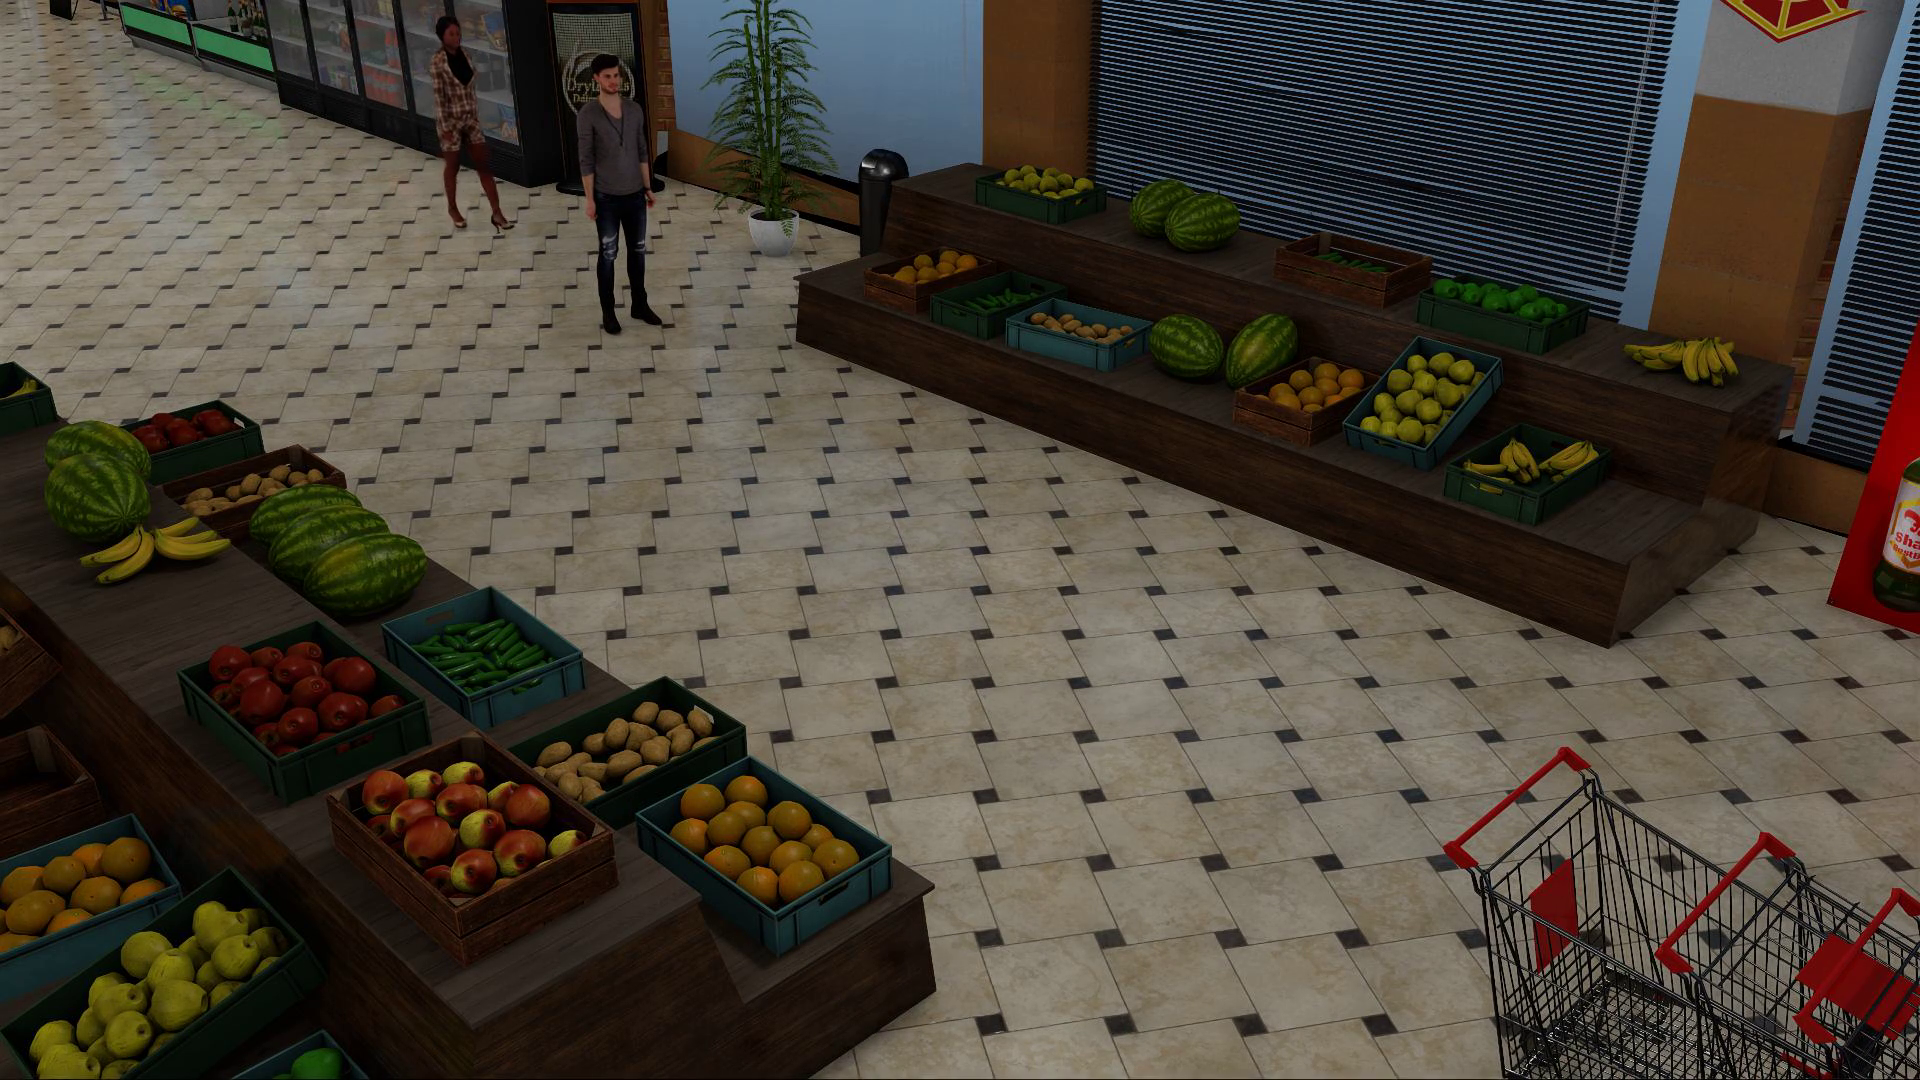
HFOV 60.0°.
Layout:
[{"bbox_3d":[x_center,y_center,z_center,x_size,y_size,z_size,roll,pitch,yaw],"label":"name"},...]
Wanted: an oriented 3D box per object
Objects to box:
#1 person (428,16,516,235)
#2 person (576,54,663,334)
[{"bbox_3d":[-4.180,-3.395,13.701,1.020,1.751,0.624,21,34,36],"label":"person"},{"bbox_3d":[-2.396,-2.426,11.622,0.703,1.904,0.603,-20,33,-34],"label":"person"}]
